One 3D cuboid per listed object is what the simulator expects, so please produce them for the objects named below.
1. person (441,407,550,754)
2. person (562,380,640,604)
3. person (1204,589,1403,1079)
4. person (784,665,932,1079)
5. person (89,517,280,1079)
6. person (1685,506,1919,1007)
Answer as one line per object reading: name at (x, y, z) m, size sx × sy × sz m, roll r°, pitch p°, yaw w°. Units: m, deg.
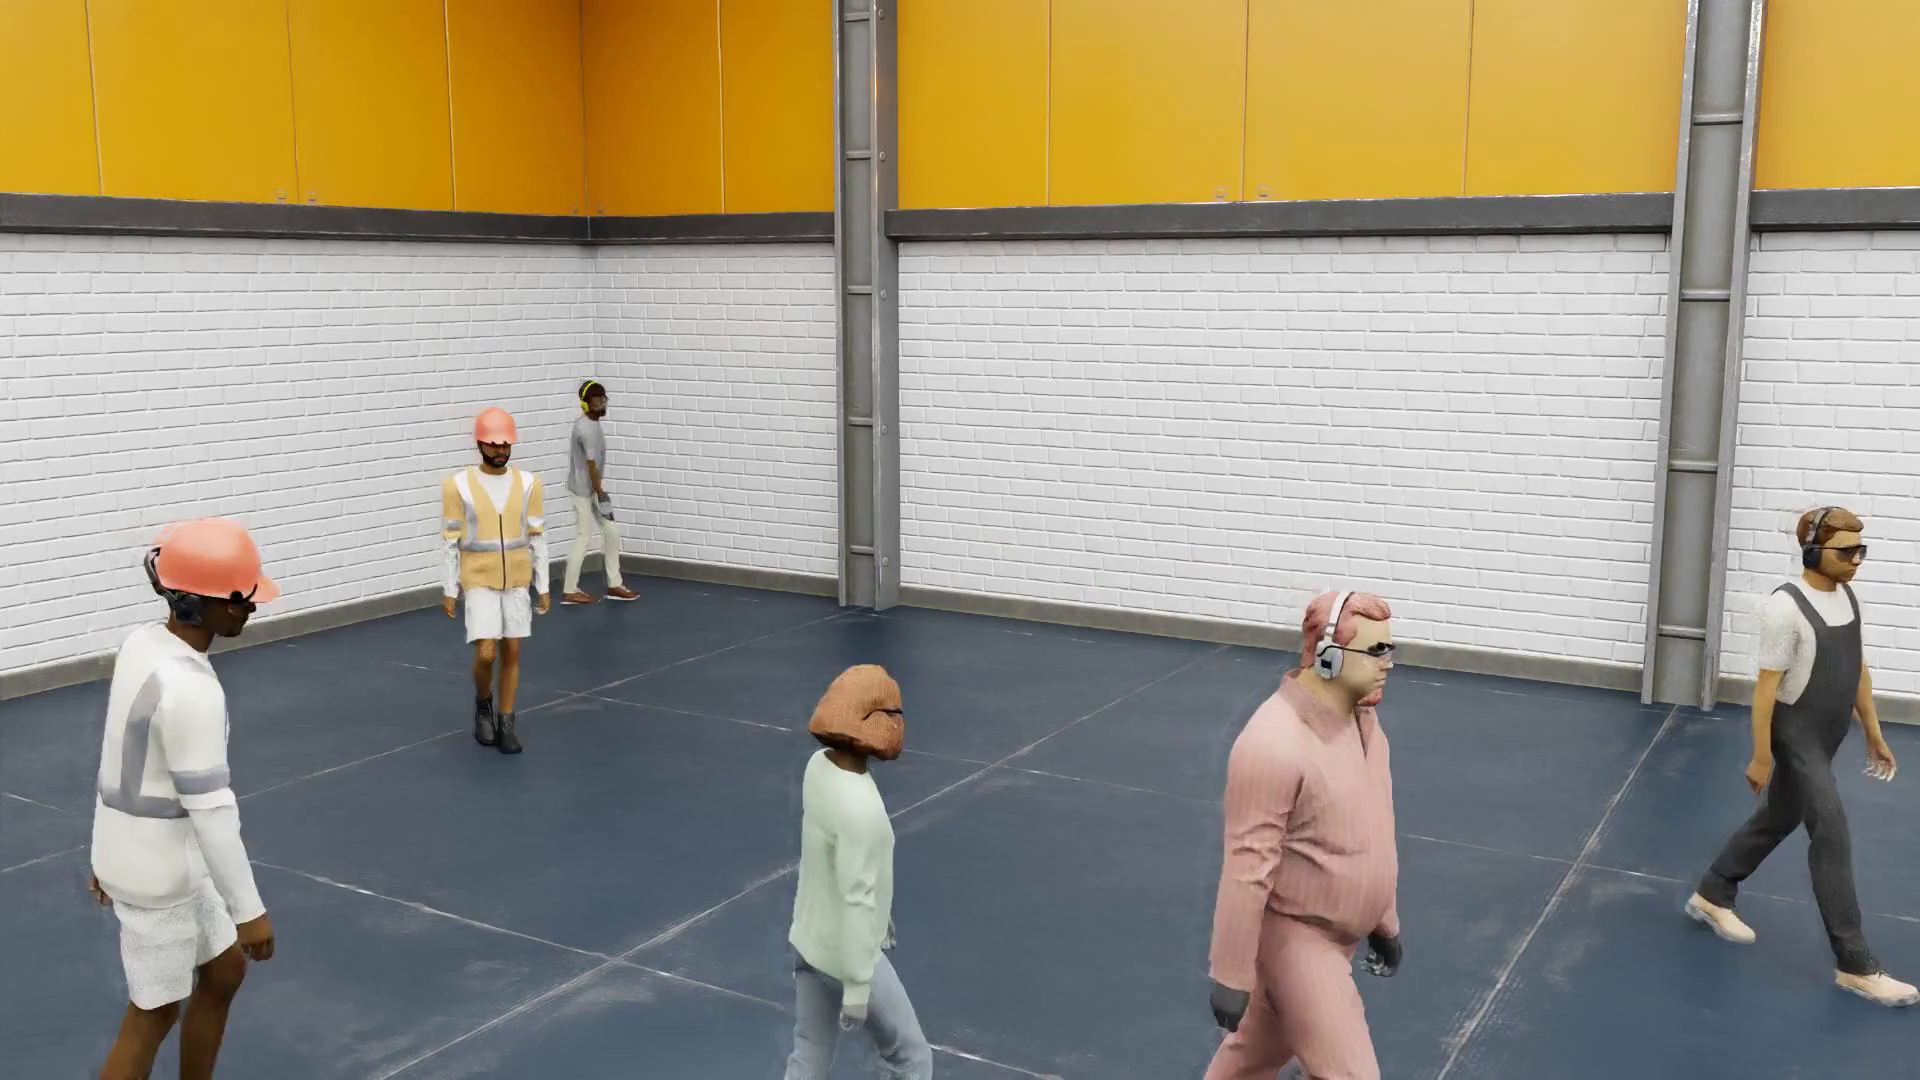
person at (-2.530, 0.232, 9.128) m, size 0.571 × 1.923 × 0.398 m, roll -6°, pitch 11°, yaw -32°
person at (-2.871, -0.365, 13.206) m, size 0.700 × 1.816 × 0.610 m, roll 1°, pitch 9°, yaw 4°
person at (0.956, 1.035, 4.376) m, size 1.016 × 1.843 × 0.658 m, roll 6°, pitch 11°, yaw 33°
person at (-0.212, 1.124, 4.569) m, size 0.724 × 1.603 × 0.493 m, roll -4°, pitch 10°, yaw -24°
person at (-2.197, 0.922, 4.635) m, size 0.681 × 1.984 × 0.645 m, roll -6°, pitch 11°, yaw -33°
person at (3.196, 0.754, 6.293) m, size 0.533 × 1.806 × 0.957 m, roll -7°, pitch 11°, yaw -36°
